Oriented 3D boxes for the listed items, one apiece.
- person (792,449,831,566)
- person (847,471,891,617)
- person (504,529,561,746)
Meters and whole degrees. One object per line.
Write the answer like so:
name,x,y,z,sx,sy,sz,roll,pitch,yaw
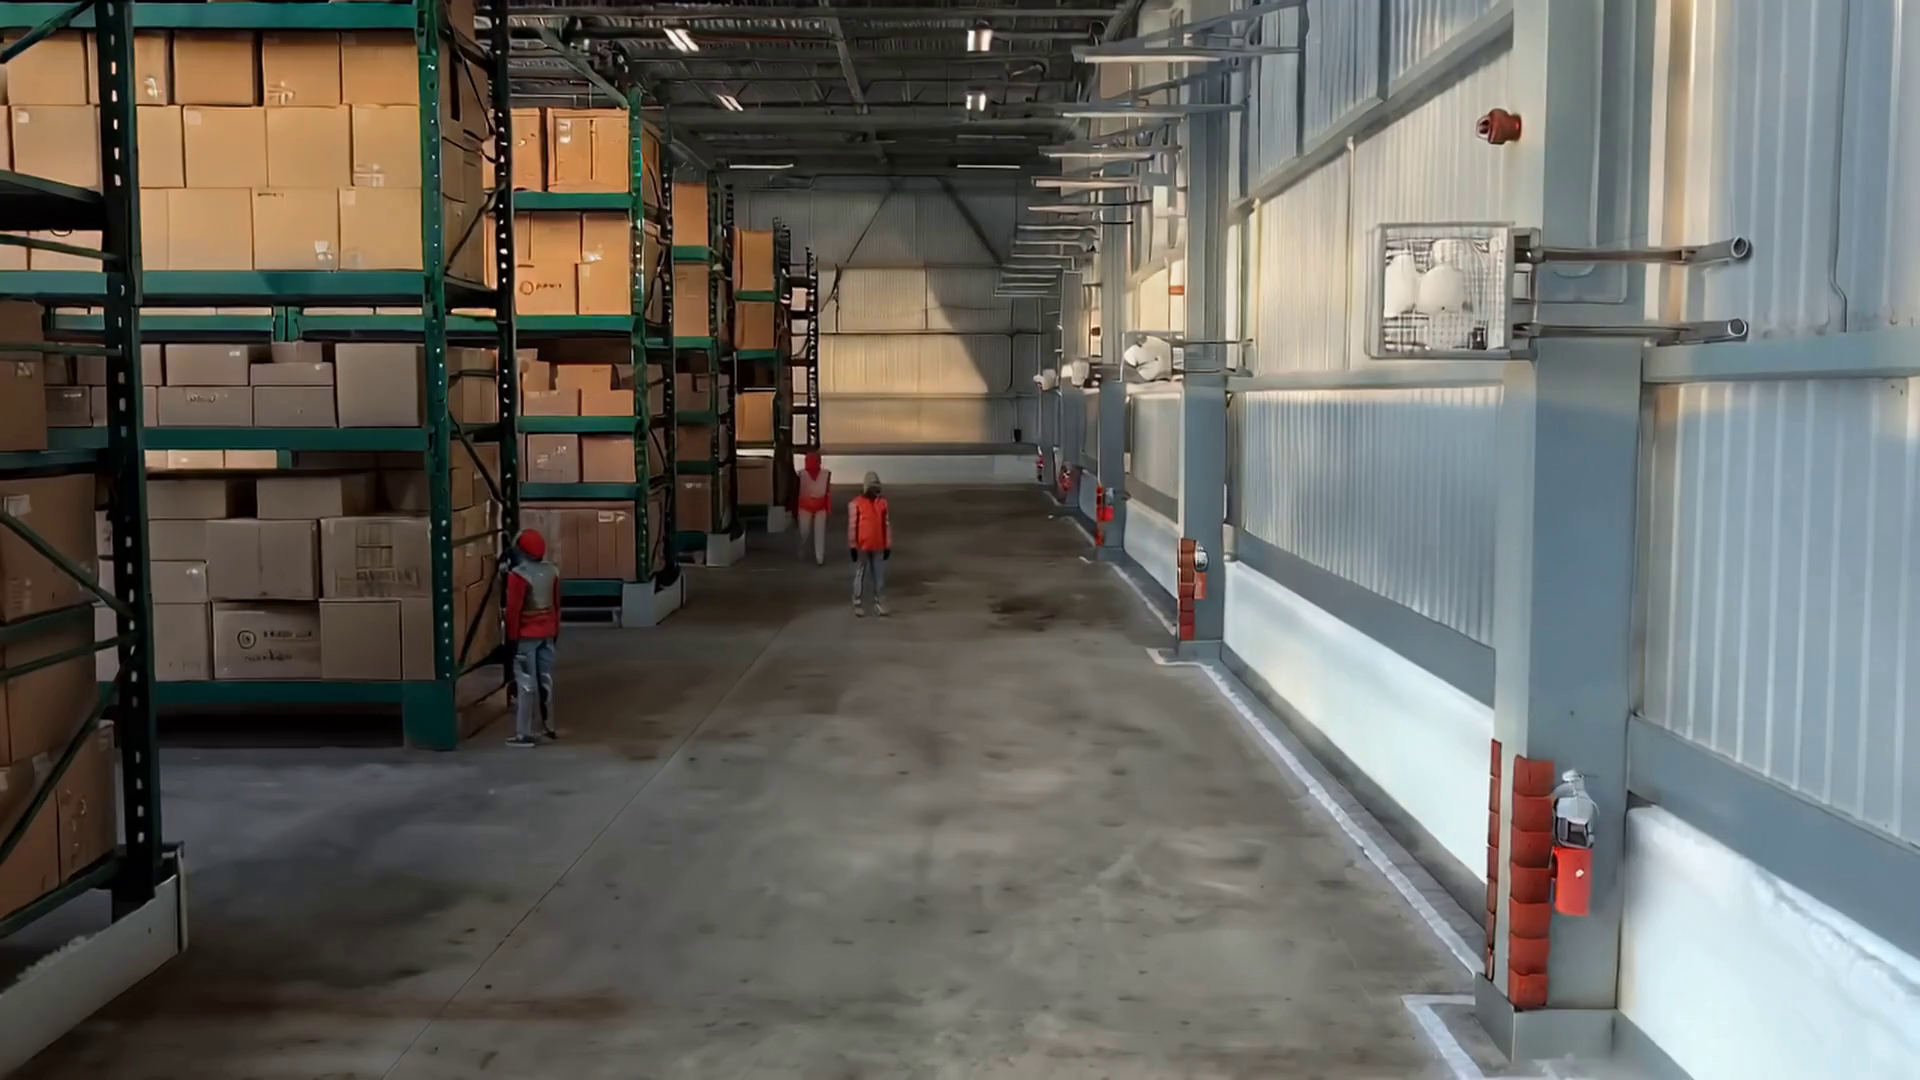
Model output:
person,-2.326,-0.511,25.978,0.637,1.820,0.749,-2,5,-19
person,-1.070,0.051,19.844,0.564,1.745,0.349,-3,6,-32
person,-3.221,0.733,12.579,0.317,1.631,0.523,3,6,32
